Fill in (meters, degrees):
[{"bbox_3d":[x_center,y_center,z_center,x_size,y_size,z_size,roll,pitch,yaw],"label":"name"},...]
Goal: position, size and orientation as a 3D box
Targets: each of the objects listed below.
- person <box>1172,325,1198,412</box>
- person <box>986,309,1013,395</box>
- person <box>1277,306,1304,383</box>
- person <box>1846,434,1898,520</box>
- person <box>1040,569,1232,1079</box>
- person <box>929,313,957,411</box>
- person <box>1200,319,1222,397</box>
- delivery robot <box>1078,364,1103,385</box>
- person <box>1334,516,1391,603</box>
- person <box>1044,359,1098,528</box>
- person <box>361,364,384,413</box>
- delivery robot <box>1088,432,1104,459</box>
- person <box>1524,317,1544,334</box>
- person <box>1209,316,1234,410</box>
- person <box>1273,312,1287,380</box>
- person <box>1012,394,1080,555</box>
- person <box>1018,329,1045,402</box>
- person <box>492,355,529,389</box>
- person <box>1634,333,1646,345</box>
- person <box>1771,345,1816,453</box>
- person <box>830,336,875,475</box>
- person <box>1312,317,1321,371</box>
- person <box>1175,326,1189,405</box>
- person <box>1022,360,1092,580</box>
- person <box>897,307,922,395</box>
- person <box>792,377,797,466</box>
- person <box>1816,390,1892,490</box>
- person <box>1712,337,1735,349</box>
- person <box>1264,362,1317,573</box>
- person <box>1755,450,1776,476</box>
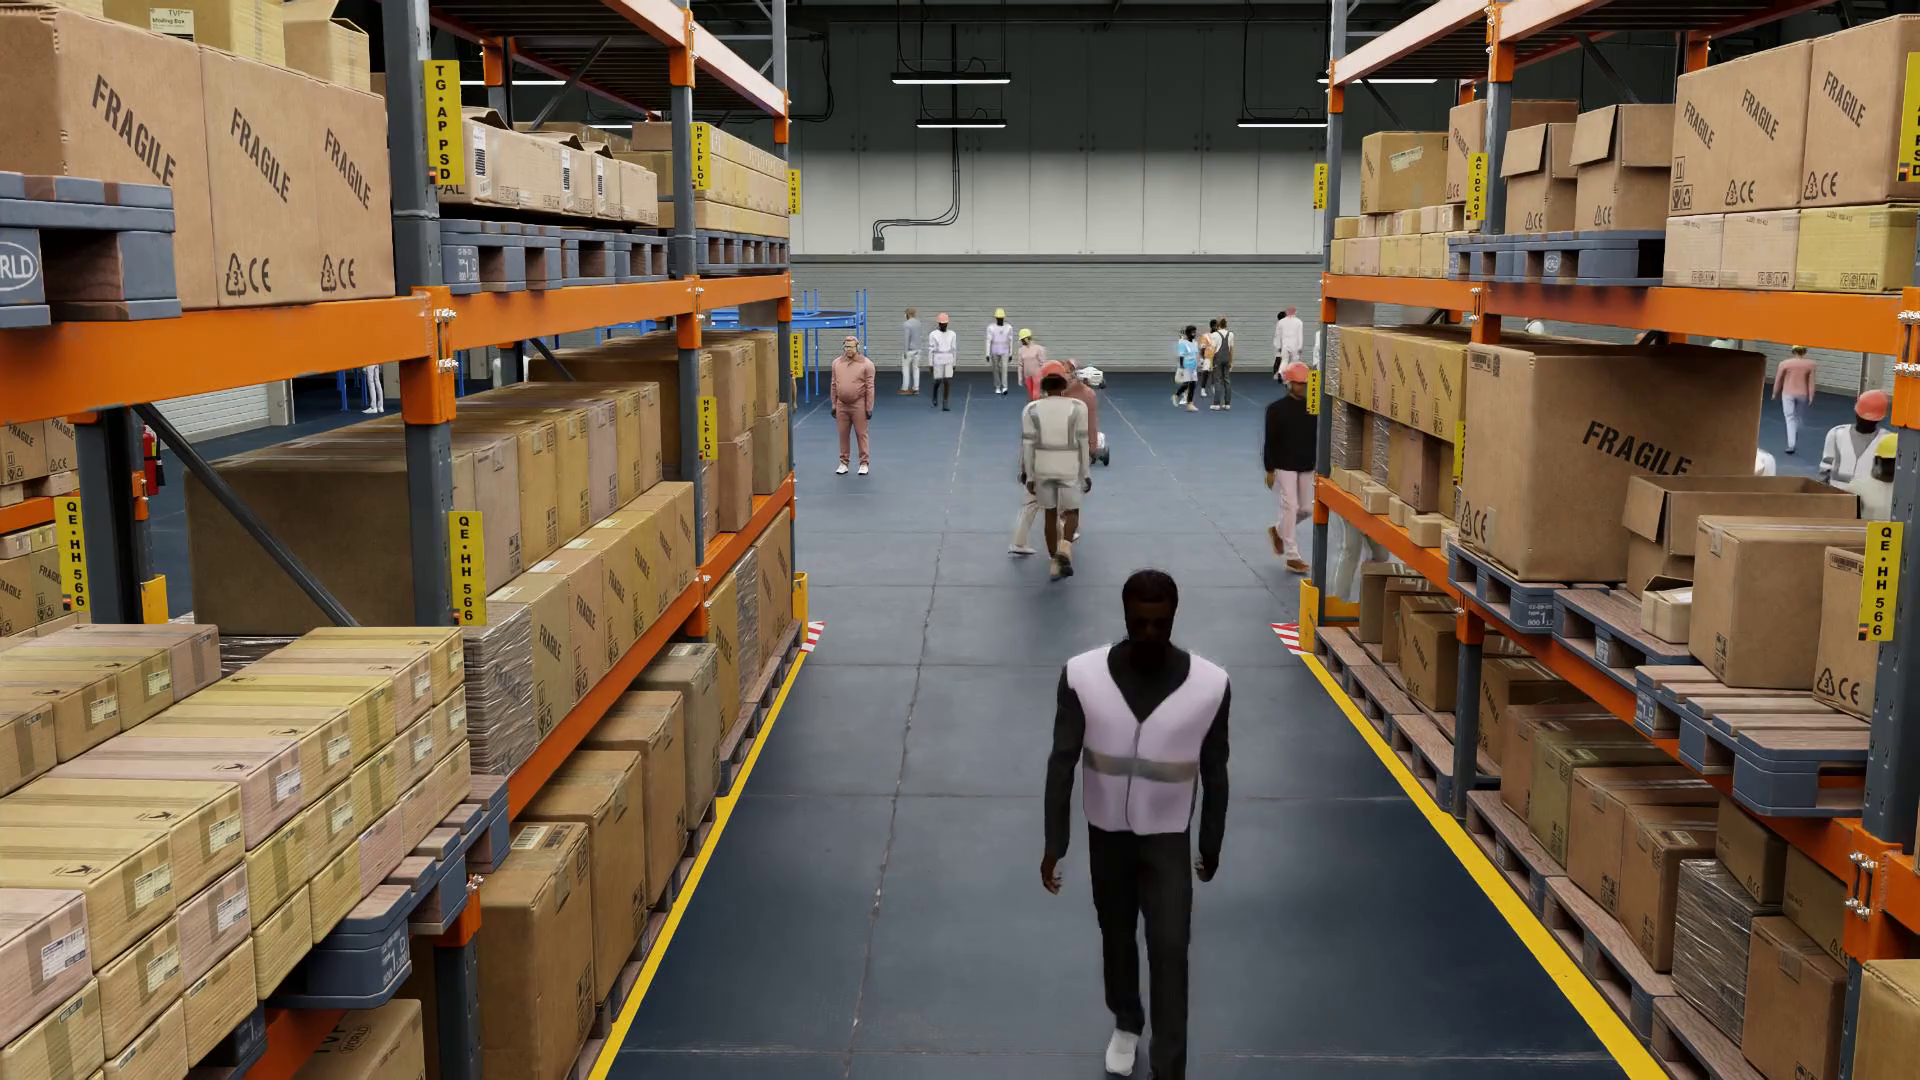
[{"bbox_3d":[4.435,-3.364,32.542,0.547,1.685,0.448,-9,13,-42],"label":"person"},{"bbox_3d":[0.873,-4.125,36.555,0.606,1.866,1.010,-1,10,-5],"label":"person"},{"bbox_3d":[7.796,-4.588,39.300,0.644,1.890,0.581,6,11,33],"label":"person"},{"bbox_3d":[6.434,0.116,11.606,0.514,1.712,0.886,4,10,23],"label":"person"},{"bbox_3d":[0.593,1.035,5.658,0.615,1.874,0.966,2,10,12],"label":"person"},{"bbox_3d":[-0.343,-3.523,32.817,0.543,1.923,0.531,-3,10,-16],"label":"person"},{"bbox_3d":[5.461,-3.931,35.976,0.553,1.675,0.499,-3,10,-18],"label":"person"},{"bbox_3d":[3.028,-3.841,38.641,0.477,0.478,0.707,-4,10,-21],"label":"delivery robot"},{"bbox_3d":[3.278,-0.244,13.222,0.661,1.904,0.585,3,10,19],"label":"person"},{"bbox_3d":[1.092,-0.999,17.877,0.660,1.859,0.942,7,12,35],"label":"person"},{"bbox_3d":[-11.402,-3.394,32.184,0.319,1.871,0.532,3,10,15],"label":"person"},{"bbox_3d":[1.920,-1.429,24.191,0.477,0.478,0.707,1,10,5],"label":"delivery robot"},{"bbox_3d":[12.472,-4.093,35.991,1.009,2.000,0.675,0,9,1],"label":"person"},{"bbox_3d":[5.161,-3.497,32.874,0.508,1.844,0.332,-3,10,-19],"label":"person"},{"bbox_3d":[7.944,-4.820,41.271,0.322,1.689,0.530,3,10,16],"label":"person"},{"bbox_3d":[0.866,-0.659,16.618,0.871,1.585,0.543,-5,11,-27],"label":"person"},{"bbox_3d":[1.261,-2.875,29.493,0.601,1.718,0.596,6,11,34],"label":"person"},{"bbox_3d":[-6.307,-1.976,23.540,0.603,1.930,0.546,-8,13,-41],"label":"person"},{"bbox_3d":[12.225,-2.904,29.955,0.498,1.634,0.279,-3,10,-19],"label":"person"},{"bbox_3d":[12.806,-2.208,25.553,0.541,1.717,0.923,2,10,10],"label":"person"},{"bbox_3d":[-1.489,-1.848,22.859,0.636,1.899,0.401,4,10,20],"label":"person"},{"bbox_3d":[7.216,-3.513,32.893,0.444,1.868,0.603,-6,11,-30],"label":"person"},{"bbox_3d":[4.592,-3.564,33.965,0.383,1.602,0.548,-6,11,-32],"label":"person"},{"bbox_3d":[0.874,-0.623,15.145,0.640,2.021,0.603,2,10,12],"label":"person"},{"bbox_3d":[-1.091,-4.161,36.625,0.472,1.921,0.675,6,11,34],"label":"person"},{"bbox_3d":[-2.609,-1.964,23.716,0.563,1.838,0.388,0,9,-1],"label":"person"},{"bbox_3d":[7.180,-0.271,13.425,0.632,1.884,0.724,7,12,34],"label":"person"},{"bbox_3d":[15.443,-3.524,33.704,0.523,1.617,0.397,-2,10,-9],"label":"person"},{"bbox_3d":[3.139,-0.710,15.781,0.631,1.980,0.673,-4,10,-23],"label":"person"},{"bbox_3d":[5.508,-0.007,11.936,0.575,1.852,0.824,5,10,25],"label":"person"}]
